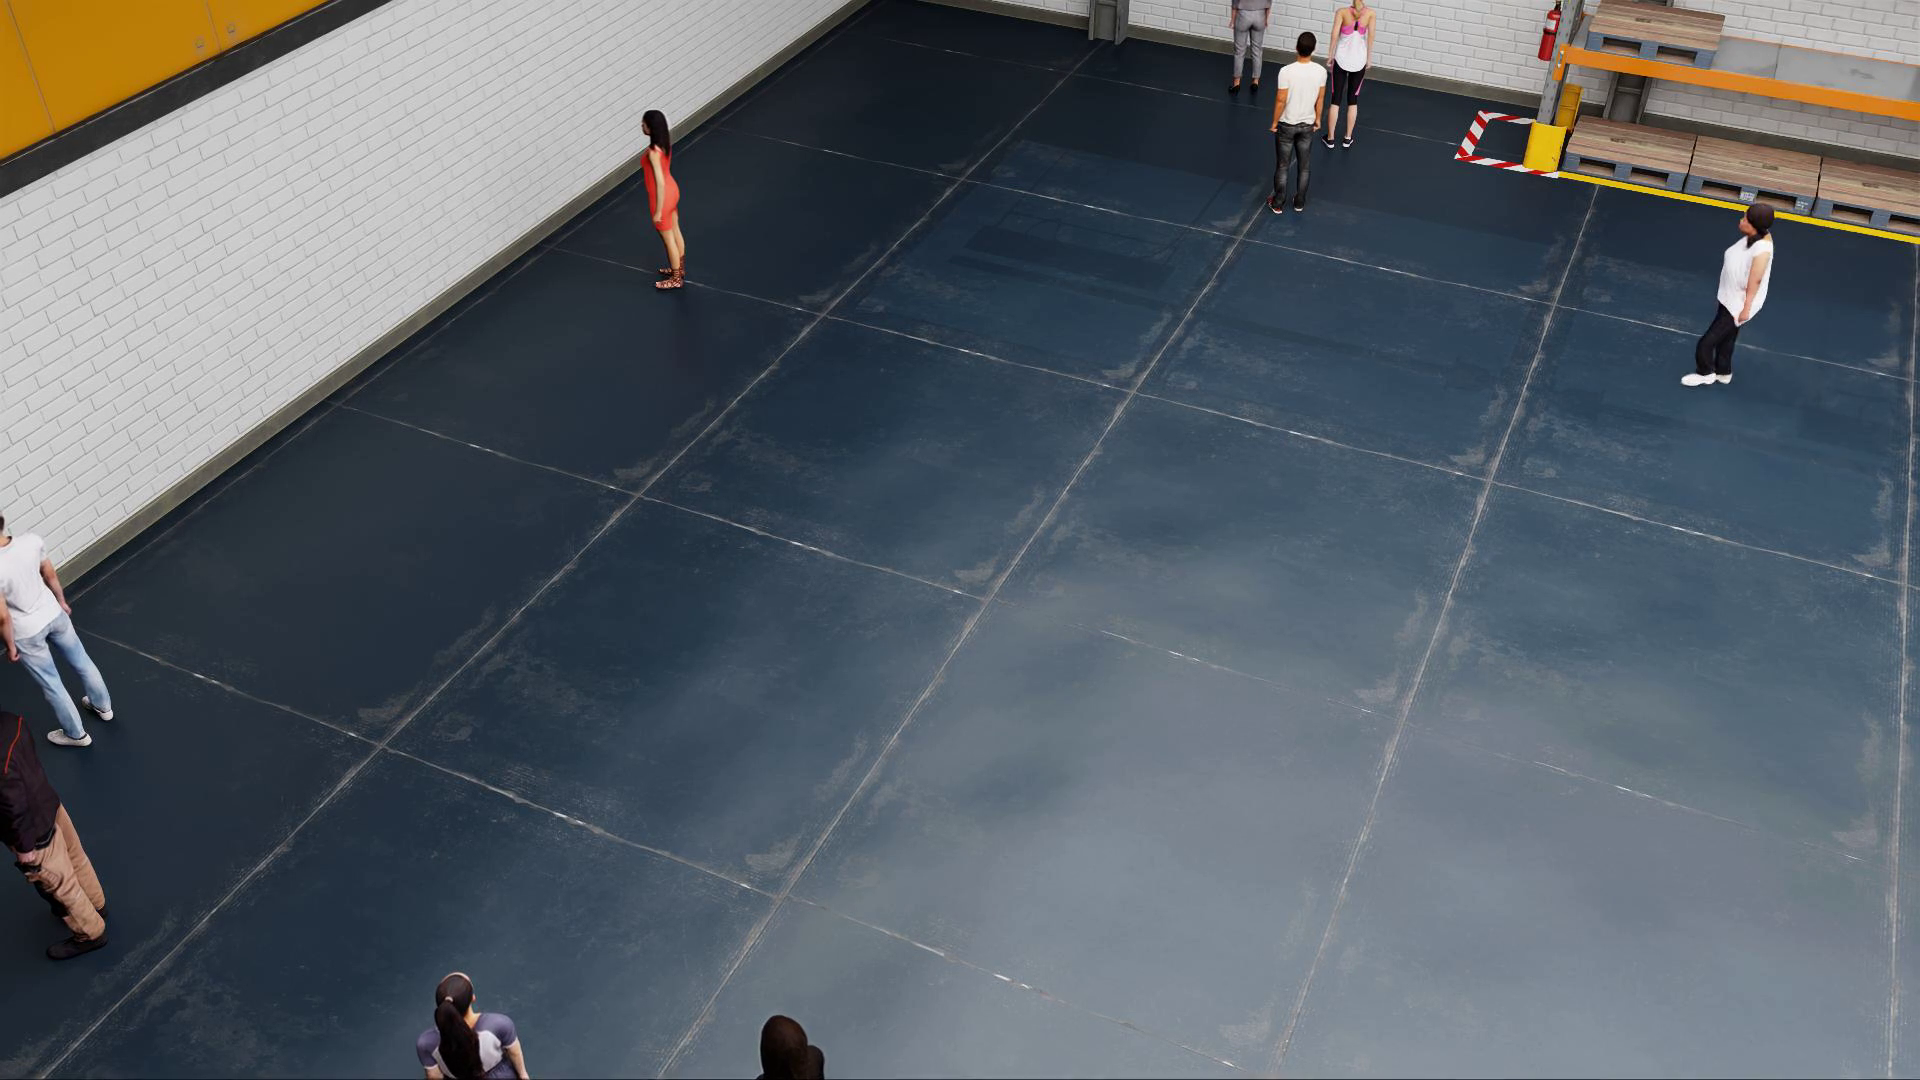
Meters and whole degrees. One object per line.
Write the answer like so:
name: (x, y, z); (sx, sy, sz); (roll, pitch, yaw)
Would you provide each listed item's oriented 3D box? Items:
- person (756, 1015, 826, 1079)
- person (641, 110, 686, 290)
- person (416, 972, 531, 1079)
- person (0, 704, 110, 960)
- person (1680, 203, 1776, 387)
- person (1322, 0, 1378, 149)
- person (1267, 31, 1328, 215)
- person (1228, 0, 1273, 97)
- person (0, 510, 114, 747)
person: (-0.758, 2.770, 7.771); (0.585, 1.642, 0.631); (28, 46, 30)
person: (-2.675, -3.078, 15.031); (0.632, 1.718, 0.645); (4, 39, 5)
person: (-2.276, 2.626, 7.945); (0.656, 1.650, 0.727); (-11, 40, -13)
person: (-5.074, 1.531, 9.095); (0.834, 1.925, 0.790); (-10, 40, -12)
person: (6.463, -1.980, 13.693); (0.689, 1.673, 0.696); (12, 40, 15)
person: (4.058, -4.964, 17.338); (0.583, 1.788, 0.732); (2, 39, 3)
person: (3.271, -4.061, 16.196); (0.667, 1.803, 0.781); (-5, 39, -6)
person: (3.209, -5.750, 18.411); (0.674, 1.677, 0.772); (-3, 39, -4)
person: (-5.778, 0.525, 10.415); (0.561, 1.851, 0.664); (13, 40, 15)
